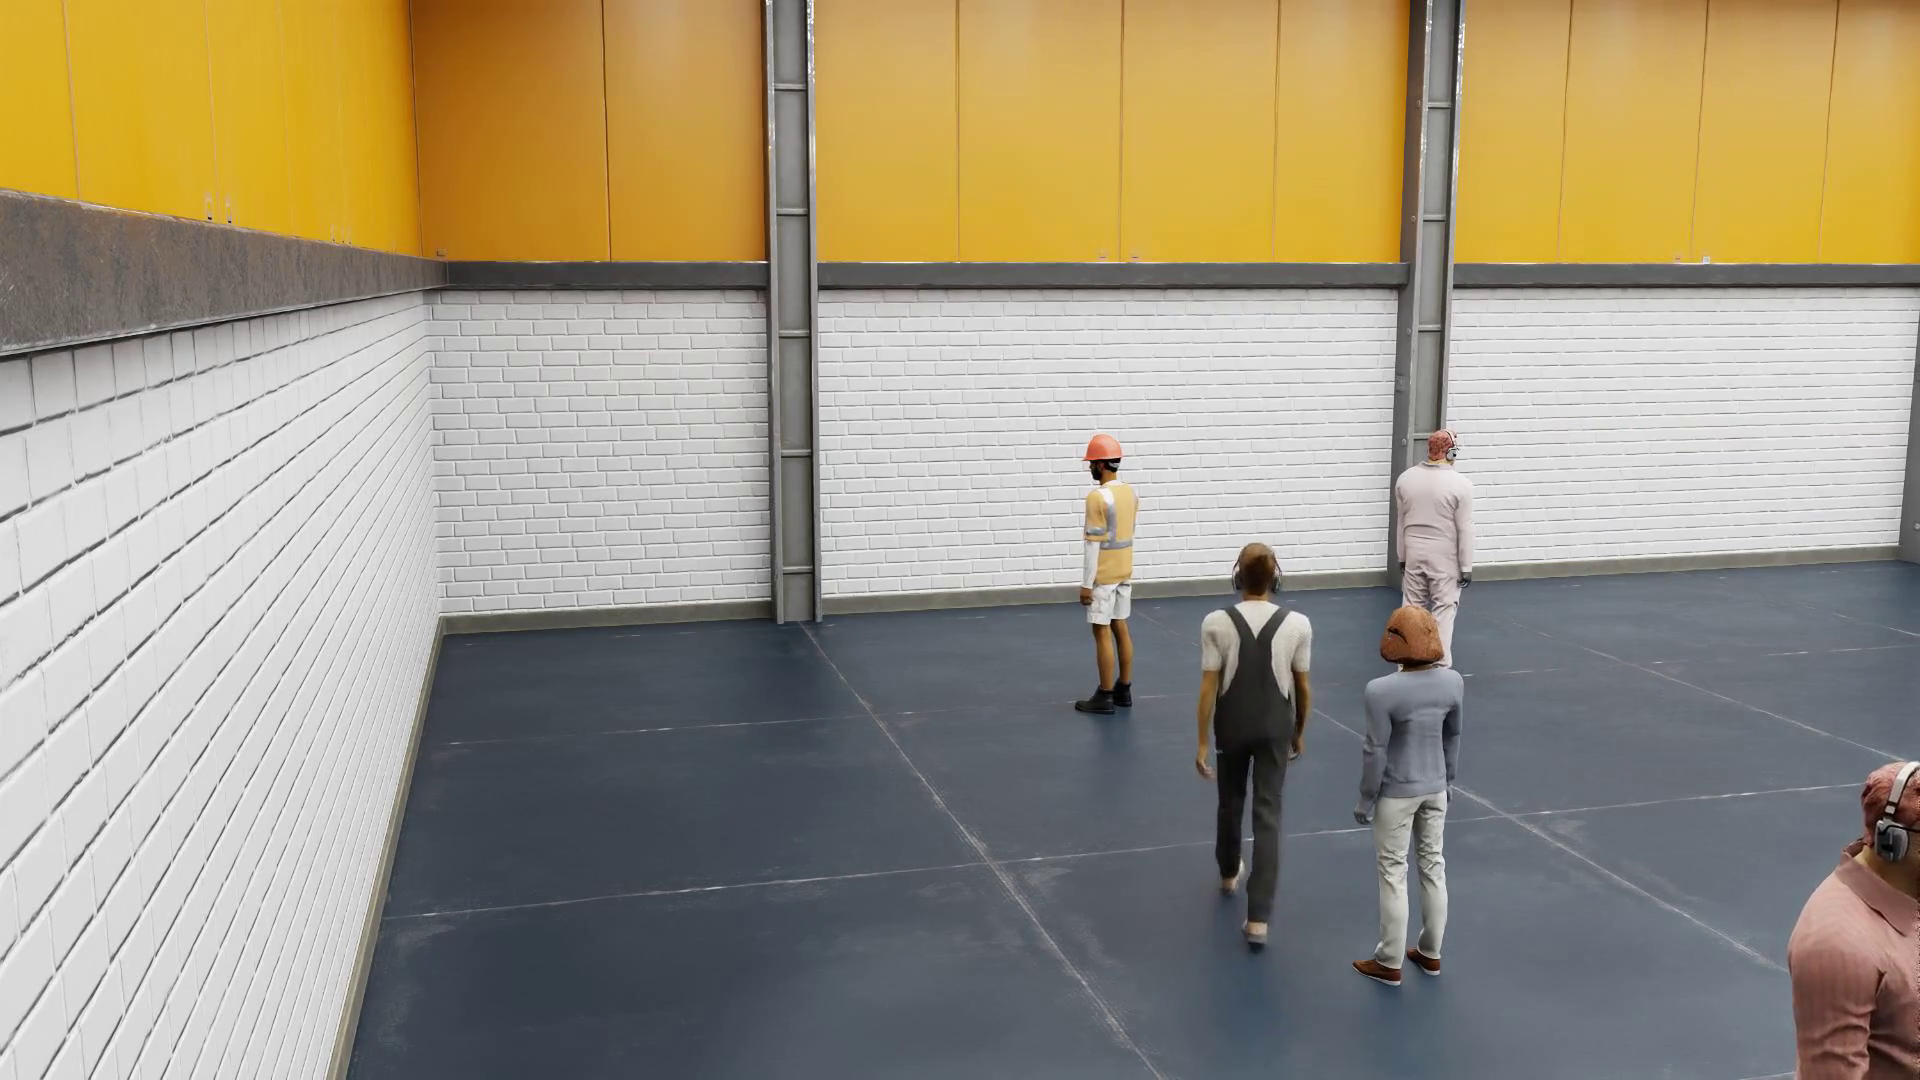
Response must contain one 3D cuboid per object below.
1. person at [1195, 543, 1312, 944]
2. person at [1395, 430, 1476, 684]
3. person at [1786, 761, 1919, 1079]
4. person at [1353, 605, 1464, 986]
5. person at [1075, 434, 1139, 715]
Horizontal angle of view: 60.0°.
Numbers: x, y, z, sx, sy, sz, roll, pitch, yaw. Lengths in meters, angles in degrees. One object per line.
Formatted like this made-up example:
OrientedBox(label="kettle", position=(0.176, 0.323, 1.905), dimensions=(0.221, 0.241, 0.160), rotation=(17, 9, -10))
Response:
OrientedBox(label="person", position=(1.367, 0.906, 7.752), dimensions=(0.524, 1.793, 0.983), rotation=(1, 9, 9))
OrientedBox(label="person", position=(3.498, 0.140, 12.197), dimensions=(0.402, 1.902, 0.639), rotation=(-8, 12, -41))
OrientedBox(label="person", position=(2.232, 1.452, 4.020), dimensions=(0.647, 1.901, 0.402), rotation=(-8, 12, -41))
OrientedBox(label="person", position=(1.912, 1.084, 7.115), dimensions=(0.500, 1.636, 0.280), rotation=(-4, 10, -24))
OrientedBox(label="person", position=(1.002, 0.234, 11.519), dimensions=(0.383, 1.930, 0.539), rotation=(6, 11, 35))
